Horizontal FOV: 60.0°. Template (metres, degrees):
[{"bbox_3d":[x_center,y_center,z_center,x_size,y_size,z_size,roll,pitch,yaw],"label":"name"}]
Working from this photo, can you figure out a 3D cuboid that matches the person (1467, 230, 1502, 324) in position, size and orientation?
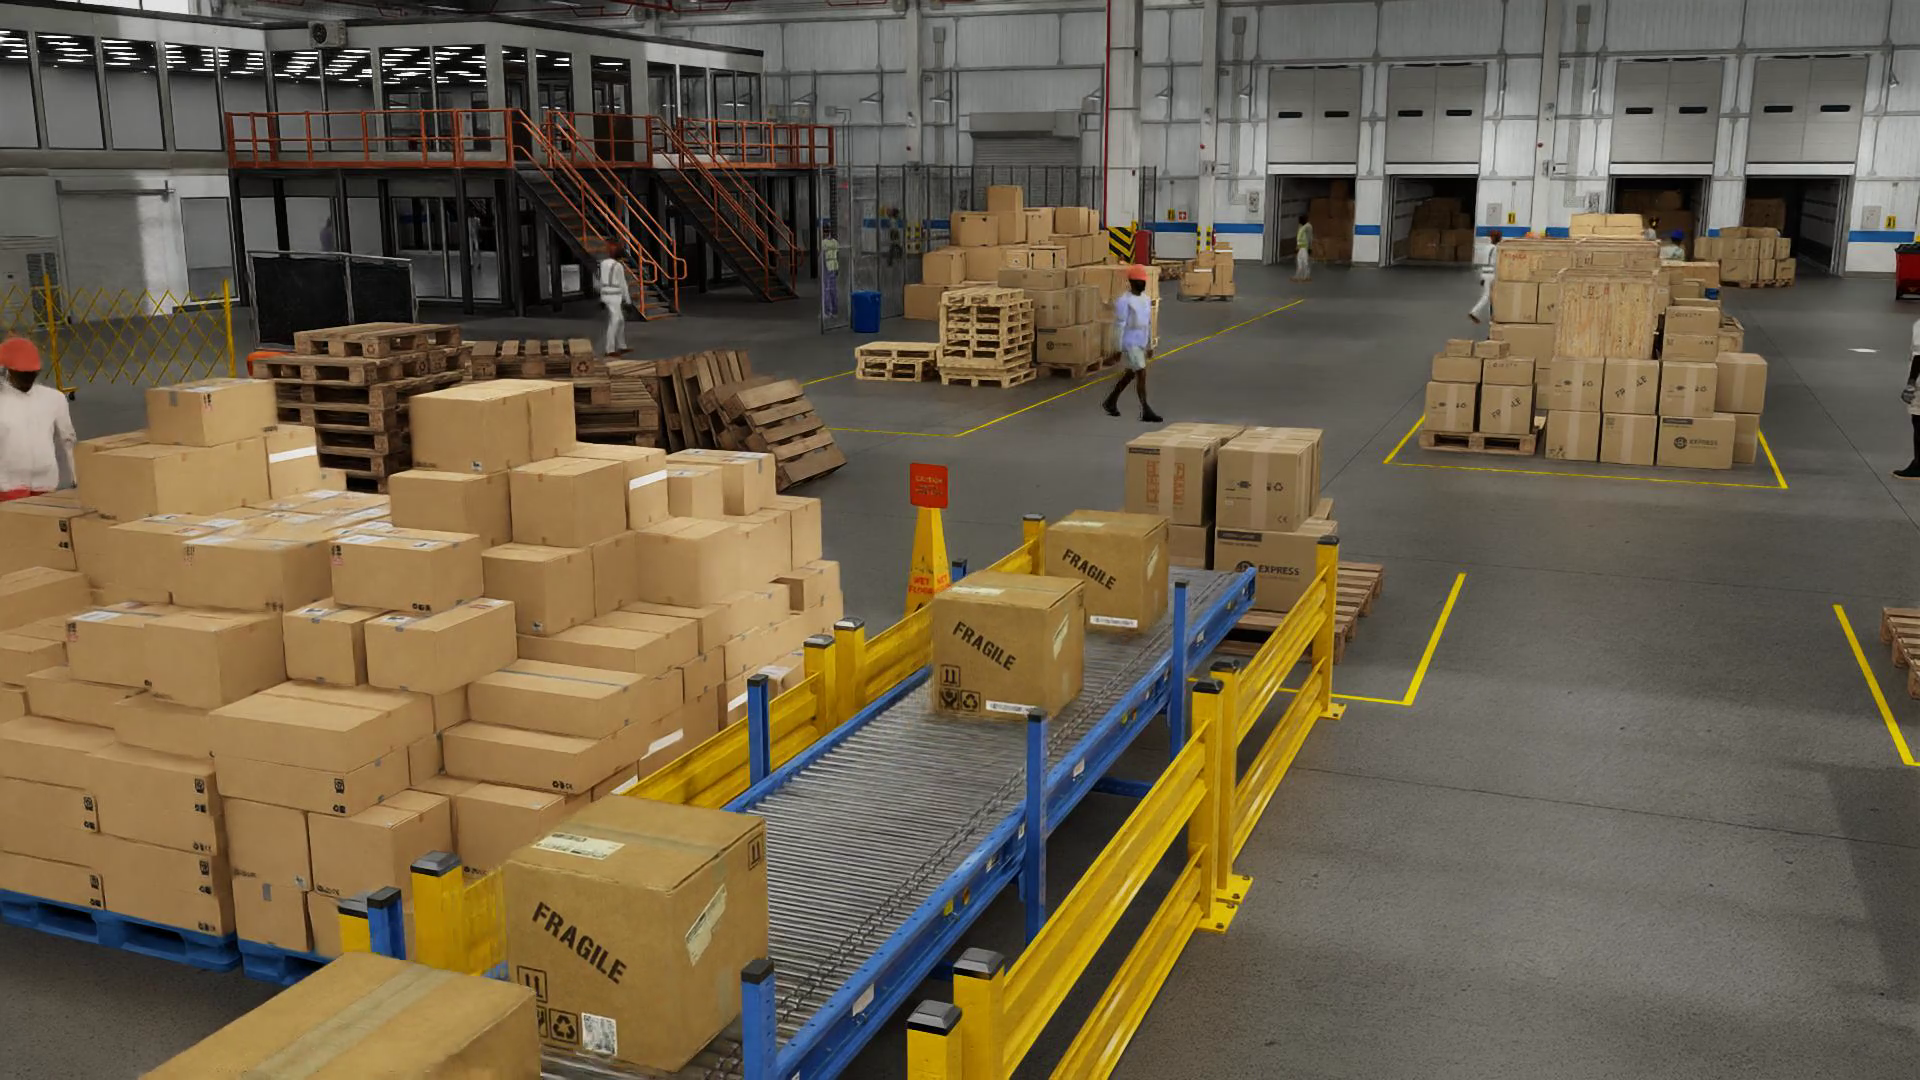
[{"bbox_3d":[10.422,-5.176,32.740,0.871,1.854,0.582,-2,13,-7],"label":"person"}]

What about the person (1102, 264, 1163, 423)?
[{"bbox_3d":[2.084,-2.398,20.170,0.949,1.901,0.553,11,17,41],"label":"person"}]

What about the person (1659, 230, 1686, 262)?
[{"bbox_3d":[13.438,-4.881,31.319,1.026,1.884,0.622,-5,13,-20],"label":"person"}]

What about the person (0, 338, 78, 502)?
[{"bbox_3d":[-6.108,-0.364,10.964,1.061,1.924,0.632,9,15,35],"label":"person"}]

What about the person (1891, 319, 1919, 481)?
[{"bbox_3d":[9.458,-1.557,16.237,0.607,1.966,0.373,-5,14,-23],"label":"person"}]

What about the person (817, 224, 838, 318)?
[{"bbox_3d":[-2.701,-5.508,34.100,0.392,1.912,0.590,7,15,30],"label":"person"}]

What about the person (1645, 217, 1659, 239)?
[{"bbox_3d":[17.362,-7.152,41.697,0.734,1.839,0.591,8,15,33],"label":"person"}]

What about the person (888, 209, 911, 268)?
[{"bbox_3d":[-1.859,-9.265,51.151,0.846,1.810,0.539,-1,13,-4],"label":"person"}]

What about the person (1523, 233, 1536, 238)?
[{"bbox_3d":[9.945,-4.389,29.034,0.545,1.925,0.571,1,13,4],"label":"person"}]

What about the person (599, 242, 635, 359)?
[{"bbox_3d":[-5.463,-3.862,26.804,0.764,1.860,0.620,-11,16,-40],"label":"person"}]

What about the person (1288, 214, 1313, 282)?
[{"bbox_3d":[9.192,-7.903,45.038,0.803,1.812,0.663,-2,13,-8],"label":"person"}]
